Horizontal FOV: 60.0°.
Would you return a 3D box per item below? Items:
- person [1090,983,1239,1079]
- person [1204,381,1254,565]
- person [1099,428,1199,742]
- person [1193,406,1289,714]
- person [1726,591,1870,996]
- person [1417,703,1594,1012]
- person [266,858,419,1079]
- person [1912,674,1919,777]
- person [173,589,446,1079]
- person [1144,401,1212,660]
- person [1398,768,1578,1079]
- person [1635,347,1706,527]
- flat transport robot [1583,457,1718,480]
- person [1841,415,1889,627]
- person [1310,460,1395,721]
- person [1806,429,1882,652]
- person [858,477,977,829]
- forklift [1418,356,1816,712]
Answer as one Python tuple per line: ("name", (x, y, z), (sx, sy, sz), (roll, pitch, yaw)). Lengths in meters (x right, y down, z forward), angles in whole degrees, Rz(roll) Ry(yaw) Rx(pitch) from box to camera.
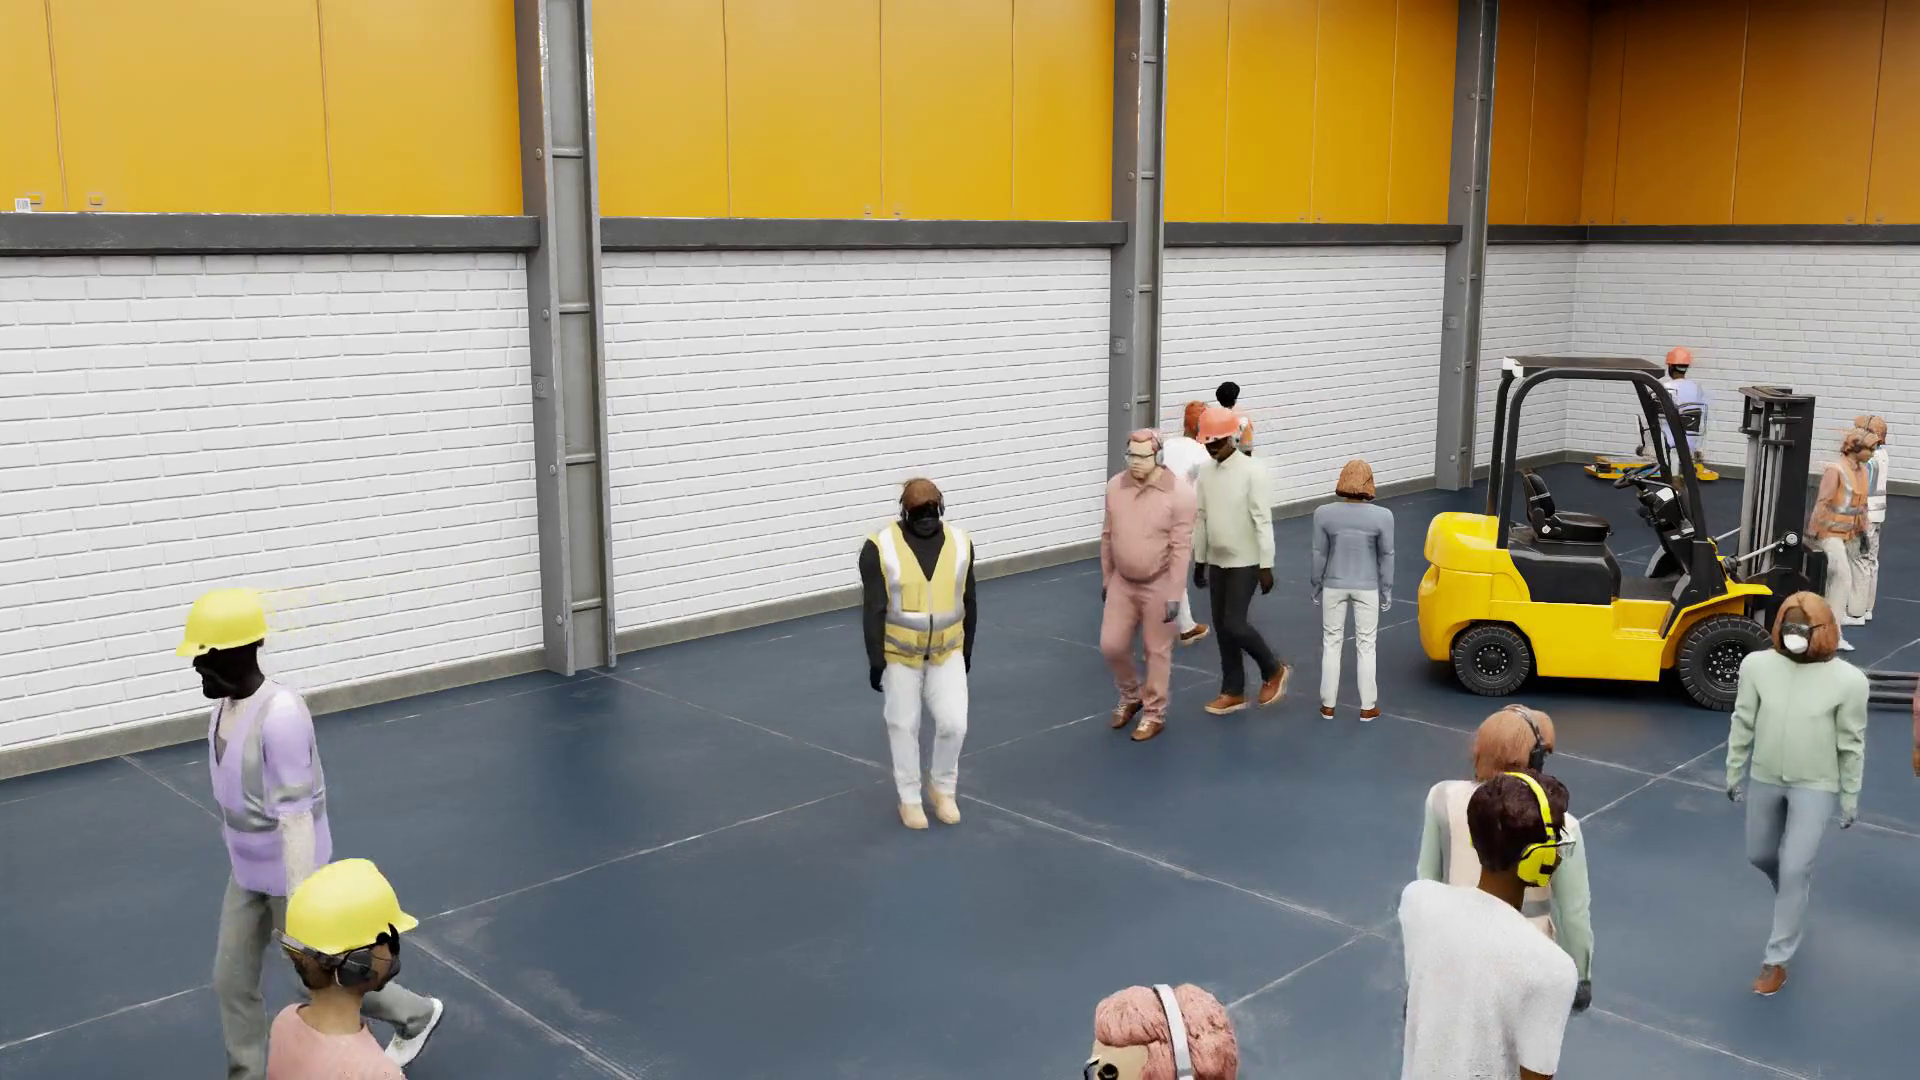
("person", (0.355, 1.595, 2.652), (0.483, 1.885, 0.676), (-1, 10, -6))
("person", (2.411, -0.598, 15.162), (0.532, 1.691, 0.318), (4, 11, 19))
("person", (1.090, 0.270, 9.893), (0.650, 1.887, 0.419), (7, 13, 34))
("person", (1.709, 0.136, 10.429), (0.557, 1.958, 0.645), (-6, 12, -31))
("person", (3.408, 0.981, 6.775), (0.700, 1.612, 0.507), (-10, 14, -43))
("person", (1.665, 1.293, 5.126), (0.875, 1.586, 0.535), (-9, 14, -40))
("person", (-1.323, 1.526, 3.430), (0.734, 1.745, 0.516), (-8, 13, -39))
("person", (4.186, 0.823, 6.663), (0.692, 1.965, 0.661), (-7, 13, -35))
("person", (-2.211, 1.056, 5.618), (0.841, 1.889, 0.594), (-10, 15, -44))
("person", (1.610, -0.079, 11.941), (0.581, 1.831, 0.949), (10, 14, 43))
("person", (1.241, 1.399, 3.899), (0.944, 1.820, 0.549), (-7, 13, -35))
("person", (7.147, -0.993, 16.777), (0.552, 1.881, 0.997), (-3, 11, -13))
("flat transport robot", (8.575, -0.898, 20.669), (1.431, 0.197, 0.652), (1, 10, 5))
("person", (6.974, -0.148, 12.846), (0.306, 1.640, 0.522), (10, 14, 42))
("person", (2.432, 0.314, 10.342), (0.507, 1.631, 0.266), (3, 11, 17))
("person", (6.444, -0.004, 12.122), (0.582, 1.603, 0.626), (-8, 13, -36))
("person", (-0.195, 0.578, 8.408), (0.628, 1.815, 0.473), (-3, 11, -16))
("forklift", (4.276, -0.101, 11.076), (2.313, 2.155, 1.214), (2, 11, 13))
